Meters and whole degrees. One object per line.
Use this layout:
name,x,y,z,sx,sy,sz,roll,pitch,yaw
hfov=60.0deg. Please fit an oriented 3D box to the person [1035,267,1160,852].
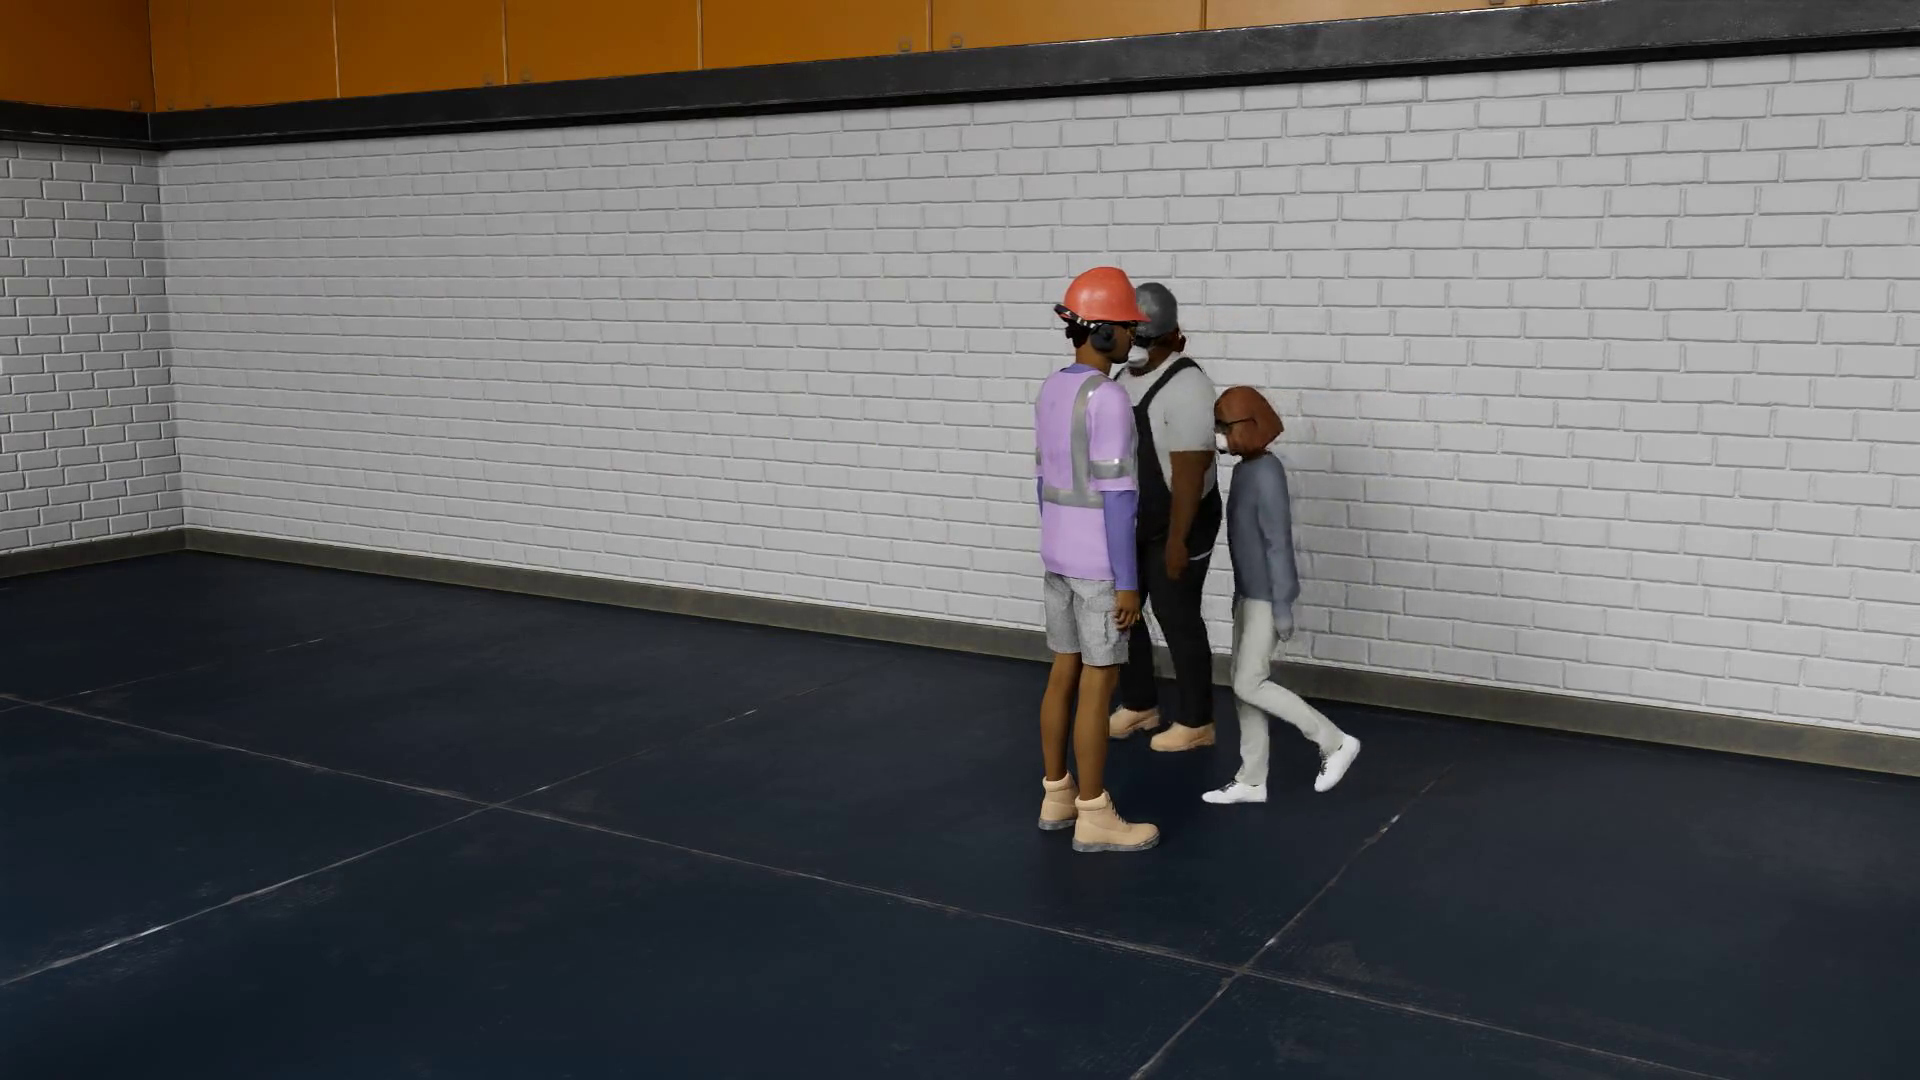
person,0.479,0.071,5.871,0.379,2.044,0.607,-4,10,-22

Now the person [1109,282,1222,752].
person,0.838,-0.100,6.944,0.617,2.000,0.701,-5,10,-27

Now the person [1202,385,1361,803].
person,1.200,0.223,6.268,0.523,1.609,0.526,0,9,-2
